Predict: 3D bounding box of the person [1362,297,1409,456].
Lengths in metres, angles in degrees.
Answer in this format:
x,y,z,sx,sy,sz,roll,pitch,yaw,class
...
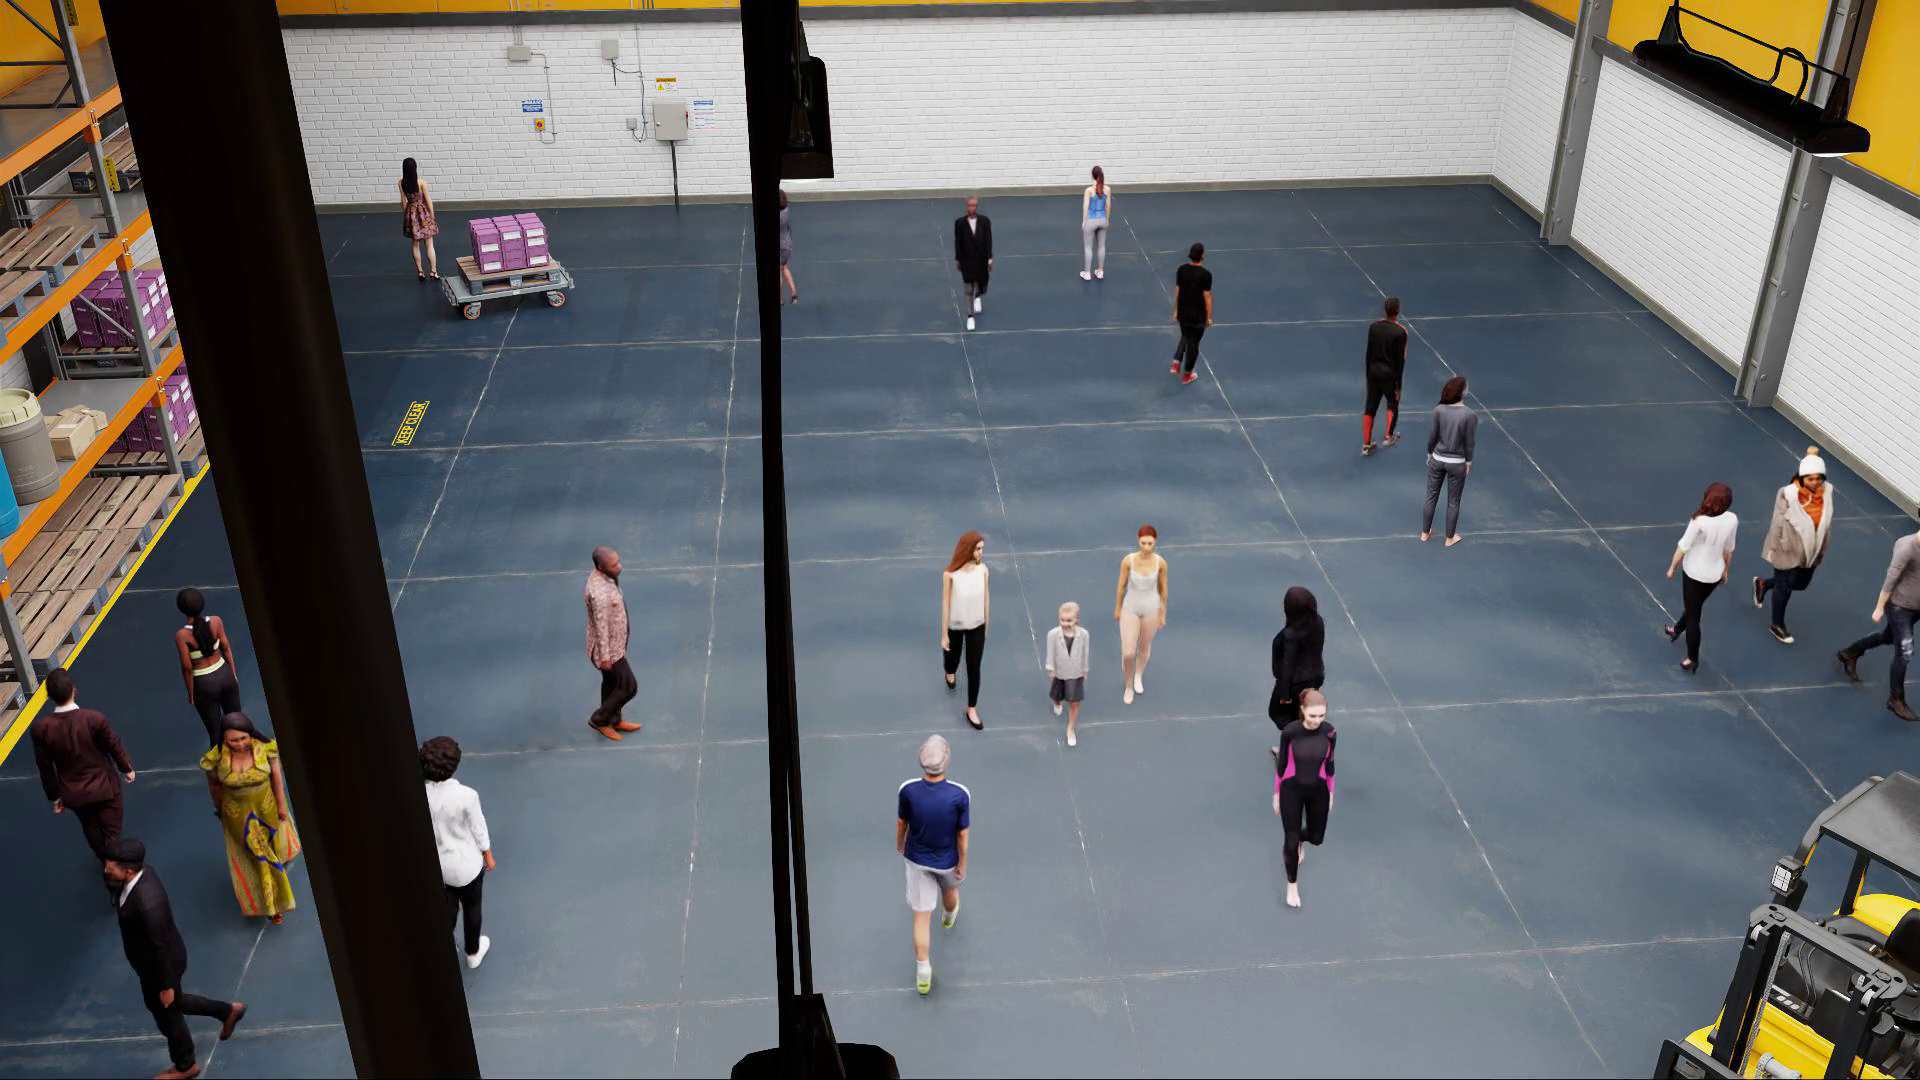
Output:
x,y,z,sx,sy,sz,roll,pitch,yaw,class
4.616,-1.772,18.288,0.964,1.791,1.031,20,35,33,person

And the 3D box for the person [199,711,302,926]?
x,y,z,sx,sy,sz,roll,pitch,yaw,class
-5.032,1.858,11.822,1.146,1.609,1.419,-16,33,-27,person

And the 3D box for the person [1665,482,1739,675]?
x,y,z,sx,sy,sz,roll,pitch,yaw,class
6.461,0.376,14.371,0.660,1.771,0.945,-4,29,-8,person

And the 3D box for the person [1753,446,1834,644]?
x,y,z,sx,sy,sz,roll,pitch,yaw,class
7.483,-0.018,14.983,0.810,1.876,0.996,-7,29,-13,person

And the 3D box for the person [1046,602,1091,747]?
x,y,z,sx,sy,sz,roll,pitch,yaw,class
0.886,1.044,13.675,0.548,1.263,0.759,0,29,1,person

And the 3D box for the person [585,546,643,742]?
x,y,z,sx,sy,sz,roll,pitch,yaw,class
-2.947,0.852,13.477,0.780,1.790,0.605,-4,29,-7,person

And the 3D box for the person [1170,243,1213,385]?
x,y,z,sx,sy,sz,roll,pitch,yaw,class
2.753,-2.690,20.017,0.774,1.747,0.835,22,36,35,person

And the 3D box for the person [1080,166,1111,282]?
x,y,z,sx,sy,sz,roll,pitch,yaw,class
1.909,-4.468,23.420,0.616,1.608,0.614,-11,30,-19,person

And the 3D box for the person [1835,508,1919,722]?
x,y,z,sx,sy,sz,roll,pitch,yaw,class
7.899,0.508,14.016,0.951,1.877,1.274,-12,31,-21,person

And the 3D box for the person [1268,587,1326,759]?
x,y,z,sx,sy,sz,roll,pitch,yaw,class
2.746,1.142,13.145,0.916,1.599,0.856,20,35,32,person

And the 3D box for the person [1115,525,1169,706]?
x,y,z,sx,sy,sz,roll,pitch,yaw,class
1.534,0.569,14.163,0.599,1.630,0.669,-1,29,-1,person

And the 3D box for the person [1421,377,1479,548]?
x,y,z,sx,sy,sz,roll,pitch,yaw,class
4.850,-0.786,16.501,0.683,1.770,0.708,16,33,27,person

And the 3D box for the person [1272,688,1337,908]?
x,y,z,sx,sy,sz,roll,pitch,yaw,class
2.448,1.764,11.865,0.655,1.733,0.846,2,29,3,person

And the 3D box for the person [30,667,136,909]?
x,y,z,sx,sy,sz,roll,pitch,yaw,class
-6.131,1.794,11.700,0.759,1.839,1.021,-5,29,-10,person

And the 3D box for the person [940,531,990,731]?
x,y,z,sx,sy,sz,roll,pitch,yaw,class
0.014,0.711,13.847,0.689,1.684,1.005,-5,29,-8,person

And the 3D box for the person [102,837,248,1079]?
x,y,z,sx,sy,sz,roll,pitch,yaw,class
-4.842,2.560,10.265,1.011,1.868,0.993,-18,33,-29,person

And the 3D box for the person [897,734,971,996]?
x,y,z,sx,sy,sz,roll,pitch,yaw,class
-0.186,2.176,11.049,0.735,1.791,1.203,1,29,1,person

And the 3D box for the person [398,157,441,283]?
x,y,z,sx,sy,sz,roll,pitch,yaw,class
-7.568,-4.477,23.264,0.685,1.774,0.689,1,29,1,person

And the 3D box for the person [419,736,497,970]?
x,y,z,sx,sy,sz,roll,pitch,yaw,class
-3.389,2.158,11.079,0.706,1.795,0.742,4,29,7,person

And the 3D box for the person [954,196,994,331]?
x,y,z,sx,sy,sz,roll,pitch,yaw,class
0.189,-3.679,21.831,0.635,1.746,0.933,-2,29,-3,person

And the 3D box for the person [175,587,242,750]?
x,y,z,sx,sy,sz,roll,pitch,yaw,class
-5.820,1.142,12.981,0.699,1.755,0.636,21,35,34,person
